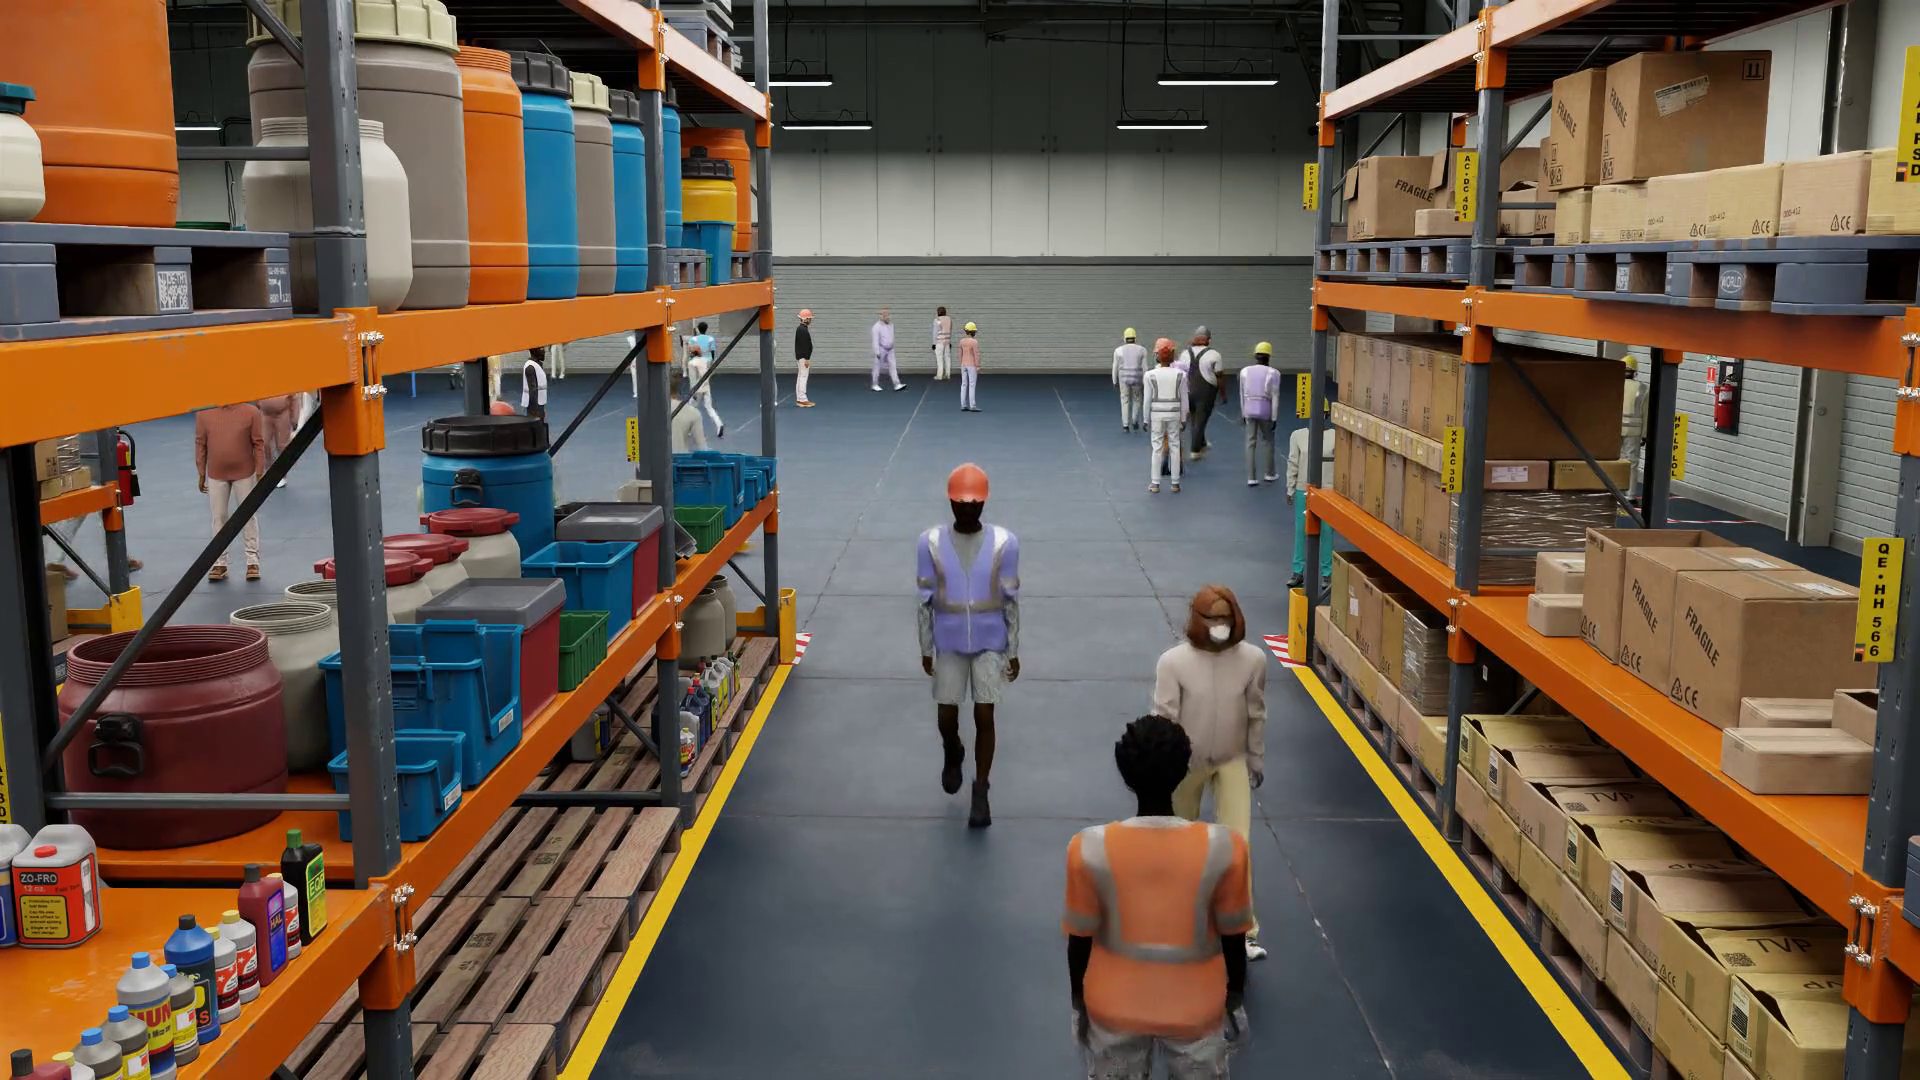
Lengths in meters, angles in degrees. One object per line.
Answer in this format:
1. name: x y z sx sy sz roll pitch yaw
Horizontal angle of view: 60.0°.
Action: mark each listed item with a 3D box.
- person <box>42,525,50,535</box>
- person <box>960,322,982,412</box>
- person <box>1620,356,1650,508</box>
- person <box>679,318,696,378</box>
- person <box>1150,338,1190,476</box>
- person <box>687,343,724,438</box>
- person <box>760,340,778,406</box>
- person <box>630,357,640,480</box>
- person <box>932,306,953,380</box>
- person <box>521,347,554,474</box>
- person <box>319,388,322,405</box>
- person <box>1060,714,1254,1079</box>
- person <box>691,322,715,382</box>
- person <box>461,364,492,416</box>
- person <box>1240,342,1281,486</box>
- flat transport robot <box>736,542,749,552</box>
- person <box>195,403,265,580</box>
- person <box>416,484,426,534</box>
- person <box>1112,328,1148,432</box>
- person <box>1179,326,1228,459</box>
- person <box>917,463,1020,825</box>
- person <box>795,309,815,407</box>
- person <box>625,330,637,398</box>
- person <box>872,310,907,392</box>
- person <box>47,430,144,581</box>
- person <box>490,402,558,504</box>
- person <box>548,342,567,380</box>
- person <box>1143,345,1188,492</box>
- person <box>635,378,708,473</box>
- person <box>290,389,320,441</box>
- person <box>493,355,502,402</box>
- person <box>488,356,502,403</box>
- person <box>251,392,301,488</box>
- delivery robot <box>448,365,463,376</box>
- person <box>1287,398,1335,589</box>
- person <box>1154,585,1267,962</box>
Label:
1. person: -7.719 -0.229 13.427 0.667 1.895 0.551 1 10 5
2. person: 0.205 -3.441 33.081 0.311 1.769 0.525 -9 13 -43
3. person: 8.056 -1.320 20.201 0.589 1.826 0.404 5 11 27
4. person: -6.995 -5.121 42.855 0.519 1.865 0.328 4 10 20
5. person: 2.827 -1.830 22.987 0.784 1.904 0.576 -6 11 -33
6. person: -4.325 -2.508 27.971 0.707 1.599 0.532 7 11 34
7. person: -3.931 -3.548 34.112 0.284 1.633 0.498 5 11 26
8. person: -3.367 -1.084 18.183 0.450 2.024 0.630 -2 10 -12
9. person: -0.462 -4.998 42.182 0.634 1.841 0.429 -8 13 -41
10. person: -5.857 -1.831 22.980 0.385 1.918 0.596 -1 10 -8
11. person: -8.479 -1.803 22.928 0.649 1.877 0.733 -4 10 -23
12. person: 0.544 1.335 4.692 0.547 1.683 0.516 1 10 8
13. person: -5.581 -3.907 36.156 0.532 1.665 0.793 -2 10 -14
14. person: -5.701 -1.175 19.398 0.516 1.799 0.949 9 13 42
15. person: 4.034 -1.691 22.244 0.587 1.887 0.858 5 11 27
16. flat transport robot: -2.920 0.042 16.812 1.431 0.197 0.652 -8 12 -39
17. person: -6.807 -0.626 15.530 0.611 1.996 0.378 -2 10 -11
18. person: -3.290 0.255 10.830 0.622 1.806 0.827 1 10 6
19. person: 2.990 -2.815 29.228 0.622 1.796 0.835 1 10 6
20. person: 3.690 -2.250 25.252 0.693 2.000 0.982 8 12 39
21. person: 0.049 0.531 8.842 0.551 1.924 0.534 0 9 2
22. person: -3.197 -3.755 34.273 0.396 1.993 0.617 -3 10 -15
23. person: -7.061 -3.921 36.366 0.534 1.623 0.370 2 10 10
24. person: -1.682 -4.318 38.052 0.675 1.850 0.997 -9 13 -44
25. person: -8.190 -0.579 15.565 0.644 1.900 0.999 3 10 19
26. person: -3.223 -0.014 11.961 0.698 1.962 0.700 1 9 4
27. person: -10.204 -4.970 42.133 0.526 1.813 1.024 0 9 0
28. person: 2.649 -1.568 21.496 0.574 1.887 0.355 0 9 -1
29. person: -2.769 -0.659 16.117 0.703 1.876 0.933 0 9 -1
30. person: -10.517 -2.458 27.079 0.617 1.809 0.932 7 12 35
31. person: -8.006 -2.673 27.923 0.606 1.951 0.382 -5 11 -27
32. person: -7.626 -2.420 26.660 0.541 1.870 1.037 9 13 43
33. person: -8.963 -1.611 21.766 0.666 1.877 0.558 -1 10 -5
34. delivery robot: -11.773 -3.979 38.984 0.335 0.223 0.698 -6 11 -32
35. person: 3.231 -0.444 15.123 0.533 1.767 0.312 4 10 22
36. person: 1.079 0.981 7.120 0.524 1.585 0.854 -1 10 -5
